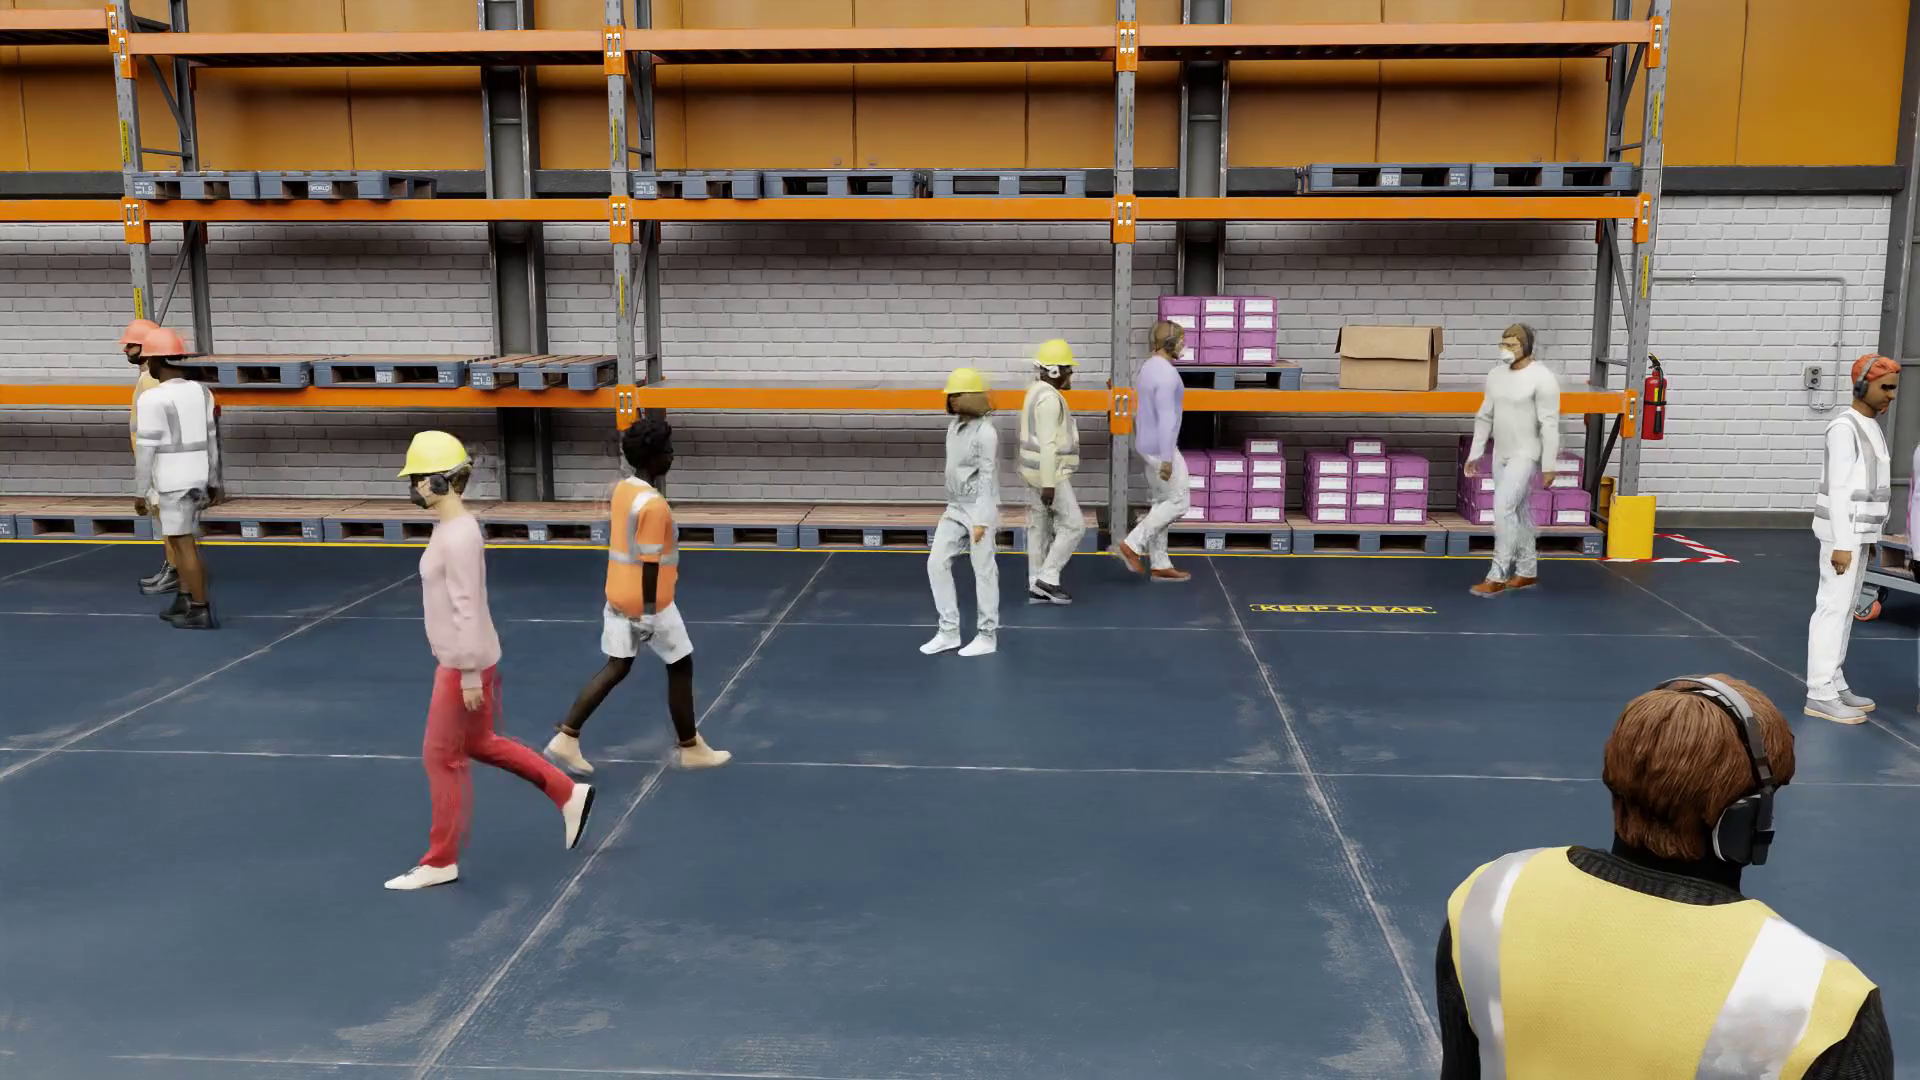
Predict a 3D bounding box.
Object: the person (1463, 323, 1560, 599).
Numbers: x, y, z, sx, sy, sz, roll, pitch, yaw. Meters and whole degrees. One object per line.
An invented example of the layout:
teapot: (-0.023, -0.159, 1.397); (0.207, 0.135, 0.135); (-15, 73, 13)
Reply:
person: (3.807, -0.554, 11.677); (0.842, 1.907, 0.639); (-3, 10, -19)

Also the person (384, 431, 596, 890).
person: (-1.813, 0.444, 6.334); (0.744, 1.741, 0.524); (-3, 10, -19)

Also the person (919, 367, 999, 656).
person: (-0.014, -0.151, 9.812); (0.592, 1.723, 0.506); (-6, 12, -33)

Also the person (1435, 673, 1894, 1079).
person: (0.953, 1.083, 2.286); (0.429, 1.844, 0.626); (-7, 12, -37)

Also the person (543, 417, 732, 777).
person: (-1.504, 0.269, 7.568); (0.819, 1.663, 0.534); (-6, 11, -32)

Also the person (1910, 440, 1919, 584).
person: (5.094, 0.059, 8.328); (0.656, 1.822, 0.545); (1, 10, 3)

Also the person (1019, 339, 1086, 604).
person: (0.636, -0.448, 11.306); (0.459, 1.815, 0.624); (-1, 10, -7)

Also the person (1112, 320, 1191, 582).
person: (1.416, -0.631, 12.087); (0.509, 1.920, 0.645); (-1, 10, -7)

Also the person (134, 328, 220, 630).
person: (-5.063, -0.377, 10.587); (0.649, 1.919, 0.570); (3, 10, 15)

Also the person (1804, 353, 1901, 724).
person: (4.598, -0.014, 8.575); (0.353, 1.886, 0.572); (8, 12, 39)

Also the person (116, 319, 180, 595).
person: (-5.701, -0.586, 11.760); (0.354, 1.942, 0.545); (-5, 11, -25)
